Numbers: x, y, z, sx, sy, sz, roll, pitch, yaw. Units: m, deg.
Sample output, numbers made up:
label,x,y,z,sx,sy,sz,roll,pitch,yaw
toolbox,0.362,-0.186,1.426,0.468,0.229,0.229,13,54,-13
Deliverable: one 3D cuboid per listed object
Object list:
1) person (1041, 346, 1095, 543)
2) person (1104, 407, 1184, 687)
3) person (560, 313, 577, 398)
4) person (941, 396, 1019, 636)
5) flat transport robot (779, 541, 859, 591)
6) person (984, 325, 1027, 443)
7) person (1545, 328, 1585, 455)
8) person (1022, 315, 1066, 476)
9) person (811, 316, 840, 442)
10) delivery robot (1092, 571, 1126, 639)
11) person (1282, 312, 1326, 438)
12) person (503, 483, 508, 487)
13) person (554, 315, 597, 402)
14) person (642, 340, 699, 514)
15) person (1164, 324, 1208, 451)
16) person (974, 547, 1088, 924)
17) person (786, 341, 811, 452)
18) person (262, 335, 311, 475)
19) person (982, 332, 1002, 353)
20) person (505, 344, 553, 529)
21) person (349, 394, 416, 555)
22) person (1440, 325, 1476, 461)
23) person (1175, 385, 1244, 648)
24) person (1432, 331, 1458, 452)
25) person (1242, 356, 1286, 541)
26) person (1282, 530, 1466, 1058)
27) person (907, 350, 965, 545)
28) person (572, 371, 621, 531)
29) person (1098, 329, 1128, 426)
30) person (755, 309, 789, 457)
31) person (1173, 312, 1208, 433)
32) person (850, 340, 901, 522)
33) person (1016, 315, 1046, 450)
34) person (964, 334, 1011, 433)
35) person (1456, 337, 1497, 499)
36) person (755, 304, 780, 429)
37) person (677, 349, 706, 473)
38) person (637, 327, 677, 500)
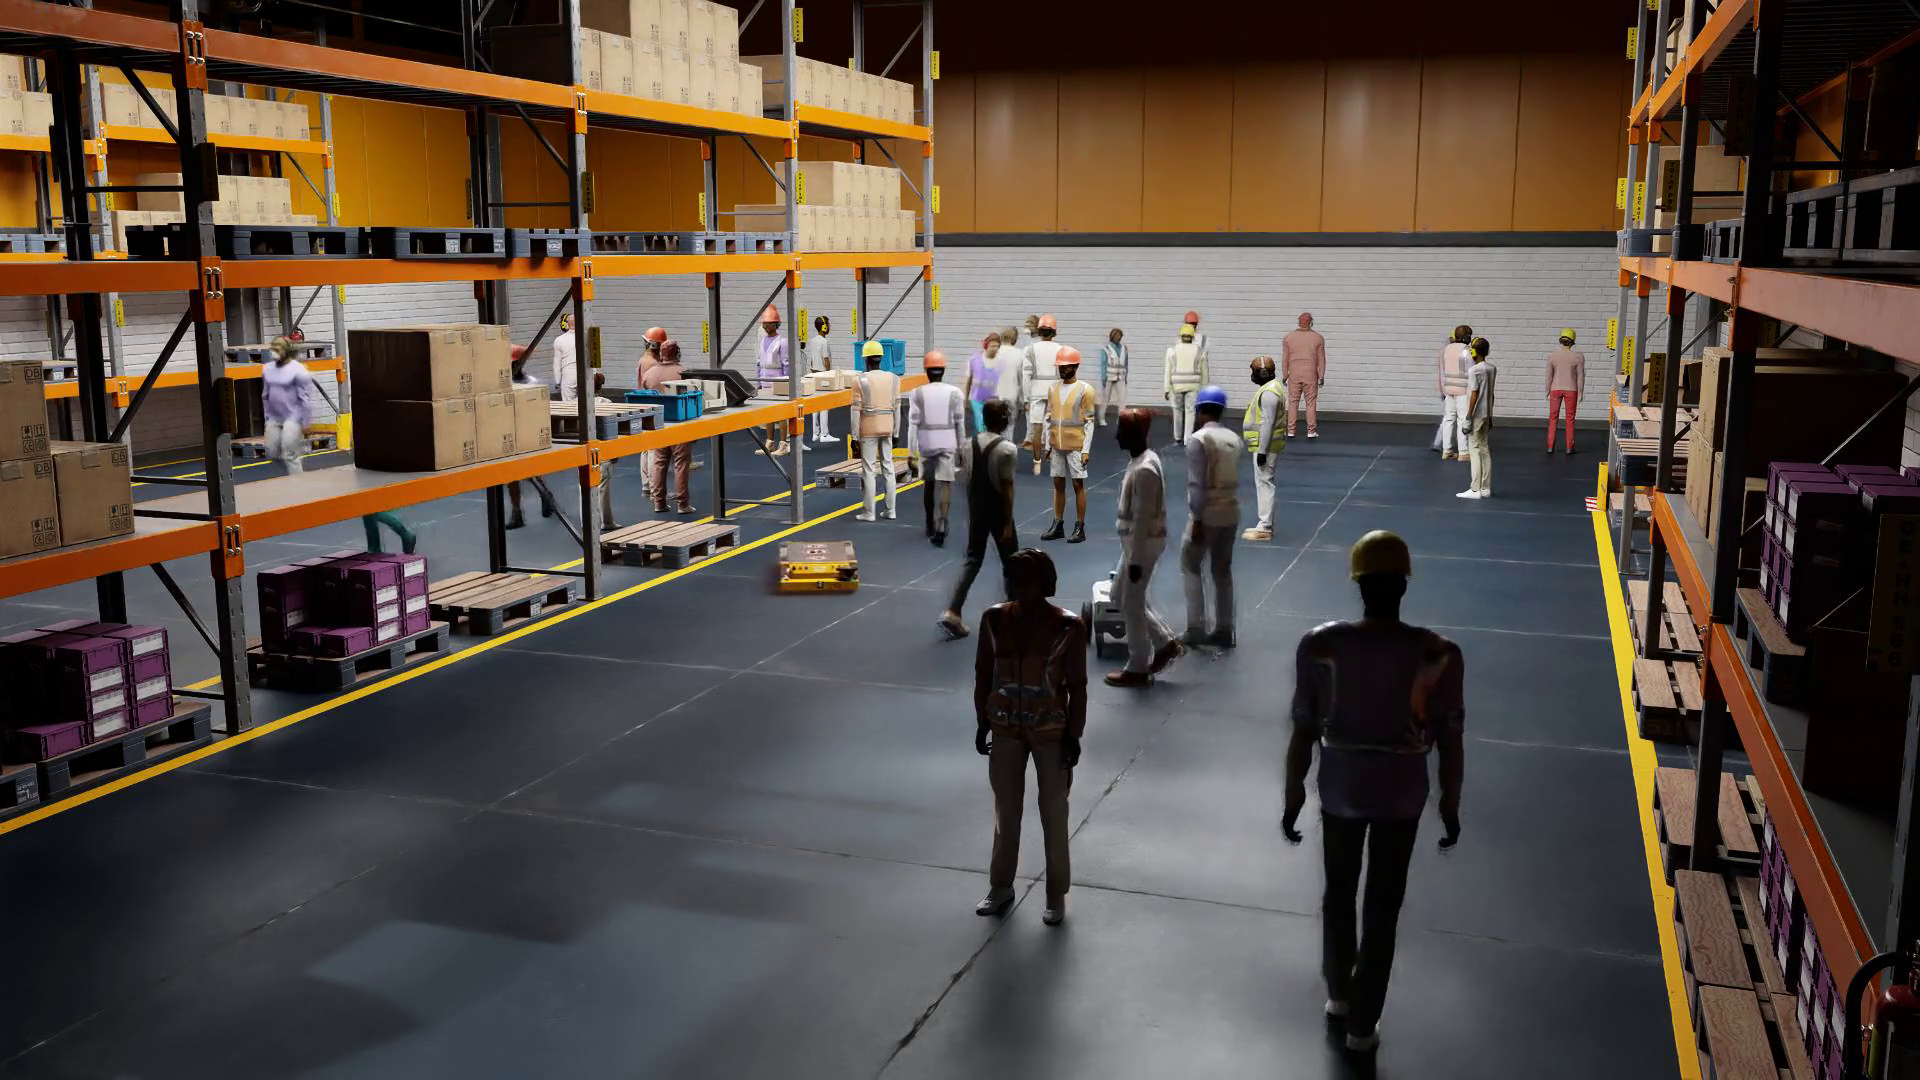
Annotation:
label,x,y,z,sx,sy,sz,roll,pitch,yaw
person,1.058,-0.937,16.385,0.545,1.938,0.358,7,12,36
person,1.184,0.054,10.974,0.446,1.871,0.592,1,10,5
person,-6.017,-2.552,25.670,0.330,1.874,0.518,3,11,18
person,0.191,-0.178,12.497,0.526,1.813,0.914,8,13,39
flat transport robot,-1.255,0.210,14.620,0.652,0.197,1.431,-1,10,-7
person,0.576,-1.816,21.468,0.646,1.901,0.832,1,10,6
person,8.466,-2.077,23.290,0.533,1.768,0.310,6,12,30
person,1.093,-1.835,21.147,0.609,2.044,0.397,1,10,5
person,-2.036,-2.400,24.807,0.328,1.876,0.514,-6,12,-32
delivery robot,1.140,0.469,12.095,0.477,0.478,0.707,1,10,3
person,5.219,-2.497,25.260,0.654,1.906,0.407,4,11,19
person,-5.580,-1.471,20.173,0.547,1.666,0.792,1,10,5
person,-5.703,-2.384,24.666,0.647,1.897,0.399,-5,11,-27
person,-3.136,-1.233,18.182,0.641,1.901,0.401,4,11,20
person,3.265,-2.207,23.944,0.619,1.789,0.897,2,10,12
person,0.303,0.839,7.226,0.516,1.641,0.309,4,11,22
person,-2.307,-2.110,23.565,0.305,1.736,0.484,7,12,35
person,-7.492,-1.320,18.564,0.646,1.928,0.536,4,11,22
person,0.569,-2.363,25.343,0.511,1.609,0.712,4,11,19
person,-4.540,-1.086,17.285,0.555,1.917,0.656,3,11,18
person,-5.288,-0.615,15.111,0.531,1.755,0.471,7,12,33
person,6.812,-1.998,22.635,0.429,1.844,0.626,-6,12,-29
person,1.850,-0.172,12.187,0.642,1.898,0.552,-9,14,-42
person,7.003,-2.108,23.580,0.566,1.768,0.531,-1,10,-8
person,3.026,-0.913,16.571,0.429,1.830,0.632,2,10,9
person,1.506,0.916,6.049,0.626,1.896,0.519,3,11,17
person,-0.228,-0.913,16.380,0.573,1.904,0.884,0,10,-2
person,-3.744,-0.910,17.073,0.522,1.640,0.306,4,11,21
person,2.454,-2.589,26.651,0.532,1.596,0.861,-4,11,-22
person,-2.609,-2.166,23.005,0.615,2.042,0.376,9,13,41
person,3.576,-2.586,25.810,0.567,1.881,0.990,-2,10,-9
person,-0.905,-1.153,17.667,0.588,1.919,0.398,-7,12,-33
person,1.051,-2.248,23.788,0.383,1.932,0.637,-4,11,-19
person,0.367,-1.764,21.480,0.570,1.775,0.925,-1,10,-8
person,5.991,-1.407,19.242,0.535,1.864,0.312,-9,13,-41
person,-3.061,-2.770,26.557,0.398,1.989,0.621,-2,10,-11
person,-3.620,-1.627,21.065,0.859,1.646,0.550,-4,11,-23
person,-3.511,-1.452,19.152,0.393,1.985,0.611,-5,11,-26
